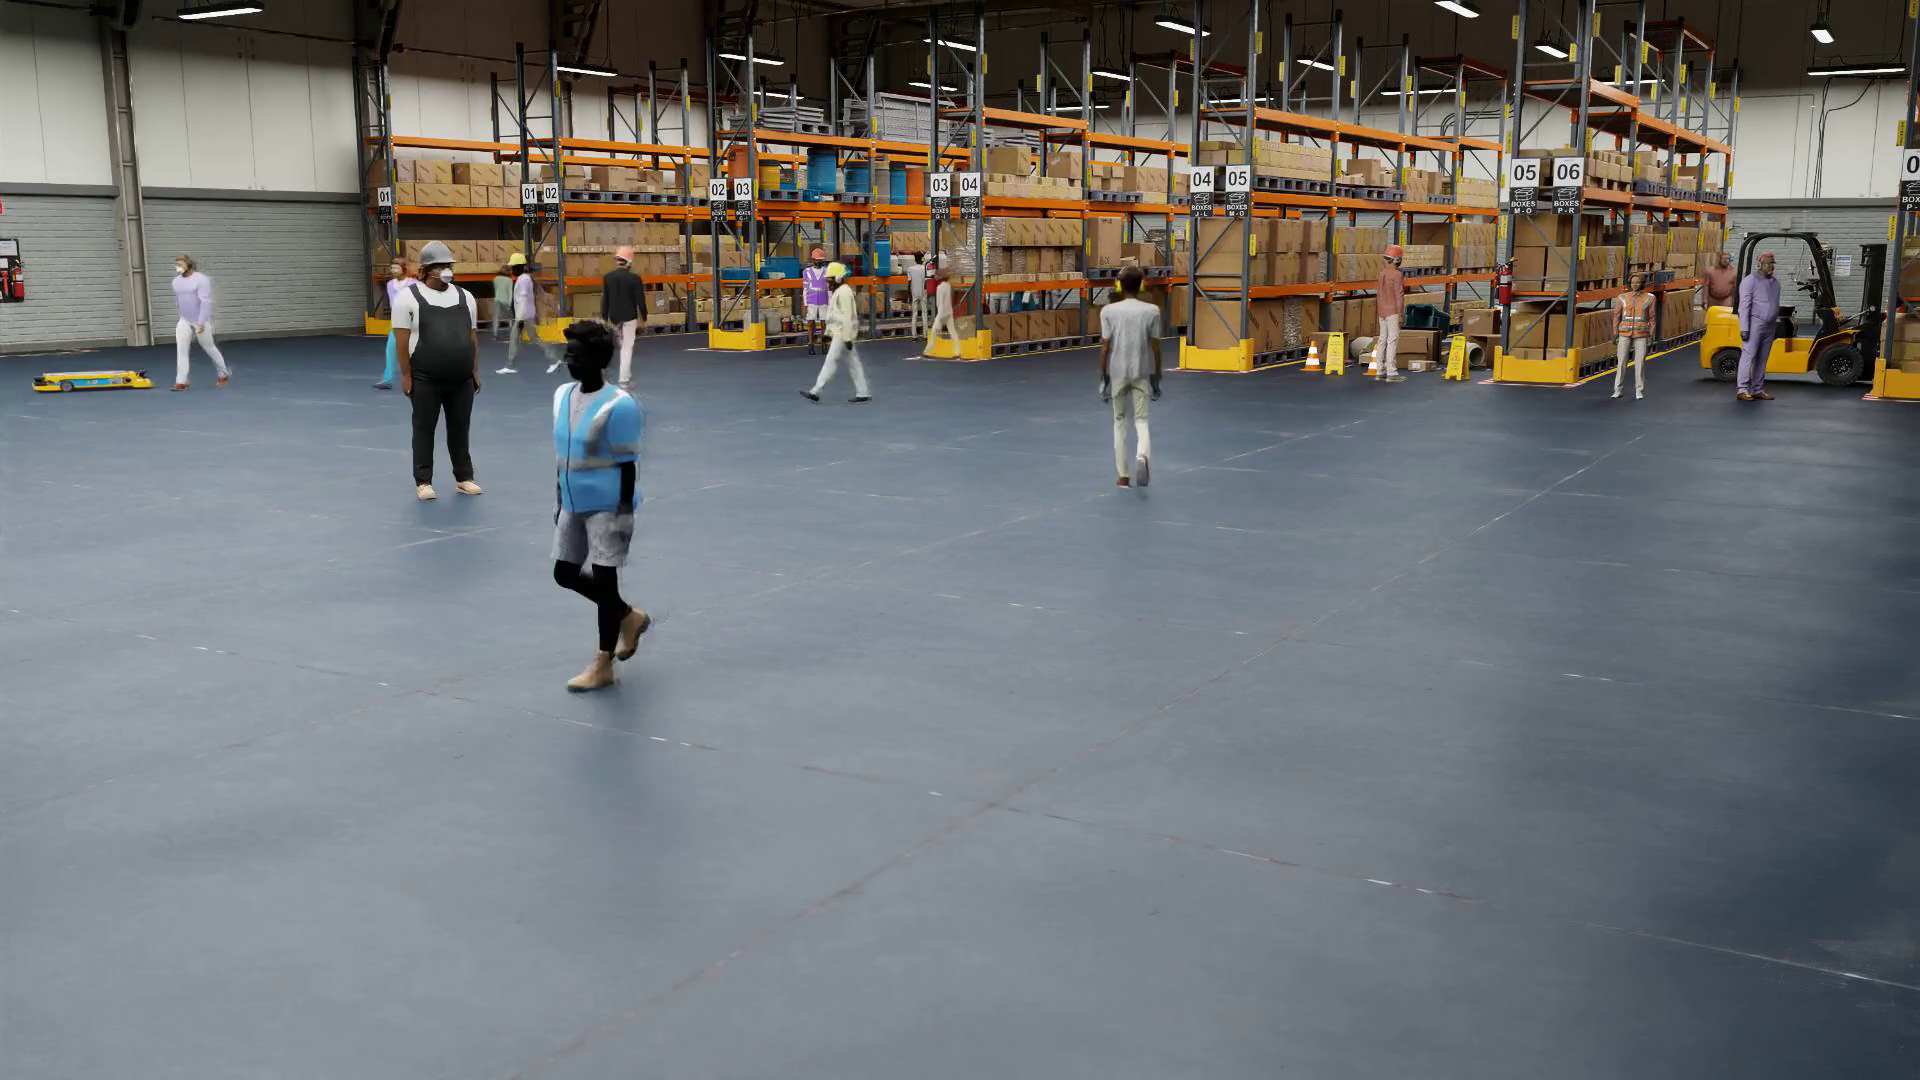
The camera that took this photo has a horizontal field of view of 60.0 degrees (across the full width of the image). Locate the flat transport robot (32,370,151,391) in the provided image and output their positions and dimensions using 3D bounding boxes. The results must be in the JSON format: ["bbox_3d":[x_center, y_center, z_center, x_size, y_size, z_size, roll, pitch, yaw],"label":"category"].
[{"bbox_3d":[-12.051,-2.218,23.069,1.431,0.197,0.652,-6,12,-30],"label":"flat transport robot"}]

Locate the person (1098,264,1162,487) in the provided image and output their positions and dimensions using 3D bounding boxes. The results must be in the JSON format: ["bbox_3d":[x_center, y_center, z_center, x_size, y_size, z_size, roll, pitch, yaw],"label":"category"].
[{"bbox_3d":[1.394,-1.324,13.629,0.519,1.857,0.612,0,10,0],"label":"person"}]

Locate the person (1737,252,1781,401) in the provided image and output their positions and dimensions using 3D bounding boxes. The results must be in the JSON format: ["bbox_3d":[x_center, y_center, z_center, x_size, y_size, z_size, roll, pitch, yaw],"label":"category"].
[{"bbox_3d":[10.322,-2.743,21.432,0.655,1.904,0.407,-5,11,-26],"label":"person"}]

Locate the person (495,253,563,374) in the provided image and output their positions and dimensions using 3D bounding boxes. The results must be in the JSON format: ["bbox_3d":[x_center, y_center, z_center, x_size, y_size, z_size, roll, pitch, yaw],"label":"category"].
[{"bbox_3d":[-6.722,-3.523,25.887,0.991,1.883,0.596,-4,11,-19],"label":"person"}]

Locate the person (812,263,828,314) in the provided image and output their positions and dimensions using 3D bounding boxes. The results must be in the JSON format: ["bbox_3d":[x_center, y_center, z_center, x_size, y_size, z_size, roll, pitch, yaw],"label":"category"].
[{"bbox_3d":[-3.072,-5.221,36.071,0.503,1.632,0.271,5,11,24],"label":"person"}]

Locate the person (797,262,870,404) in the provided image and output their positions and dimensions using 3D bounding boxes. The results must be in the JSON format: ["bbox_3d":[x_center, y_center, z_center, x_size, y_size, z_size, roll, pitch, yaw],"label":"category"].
[{"bbox_3d":[-1.573,-2.576,20.846,0.938,1.773,0.585,0,10,-1],"label":"person"}]

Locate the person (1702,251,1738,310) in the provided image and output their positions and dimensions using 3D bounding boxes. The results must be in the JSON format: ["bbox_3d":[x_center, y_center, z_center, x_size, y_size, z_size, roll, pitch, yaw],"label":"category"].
[{"bbox_3d":[14.621,-4.612,31.956,0.644,1.881,0.737,6,12,29],"label":"person"}]

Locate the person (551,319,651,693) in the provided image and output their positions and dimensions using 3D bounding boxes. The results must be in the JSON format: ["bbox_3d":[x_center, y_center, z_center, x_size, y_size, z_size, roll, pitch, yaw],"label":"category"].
[{"bbox_3d":[-1.625,-0.165,7.585,0.548,1.684,0.473,8,13,39],"label":"person"}]

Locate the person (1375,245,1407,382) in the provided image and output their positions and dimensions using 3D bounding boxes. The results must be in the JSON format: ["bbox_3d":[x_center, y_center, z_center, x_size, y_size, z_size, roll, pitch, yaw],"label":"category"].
[{"bbox_3d":[6.335,-3.320,24.406,0.375,1.997,0.612,-3,11,-17],"label":"person"}]

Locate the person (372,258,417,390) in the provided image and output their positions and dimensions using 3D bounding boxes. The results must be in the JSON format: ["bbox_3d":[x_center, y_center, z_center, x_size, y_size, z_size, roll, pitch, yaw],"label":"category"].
[{"bbox_3d":[-7.733,-2.953,22.875,0.585,1.804,0.867,5,11,27],"label":"person"}]

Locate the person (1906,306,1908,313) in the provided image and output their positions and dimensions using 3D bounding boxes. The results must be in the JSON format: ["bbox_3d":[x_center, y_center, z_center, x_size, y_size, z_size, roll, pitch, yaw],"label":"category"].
[{"bbox_3d":[21.331,-5.548,37.169,0.591,1.904,0.463,10,14,44],"label":"person"}]

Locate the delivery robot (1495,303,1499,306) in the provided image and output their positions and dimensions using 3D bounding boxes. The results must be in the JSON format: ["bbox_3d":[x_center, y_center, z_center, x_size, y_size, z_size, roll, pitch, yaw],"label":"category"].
[{"bbox_3d":[13.210,-5.591,40.906,0.477,0.478,0.707,-1,10,-9],"label":"delivery robot"}]

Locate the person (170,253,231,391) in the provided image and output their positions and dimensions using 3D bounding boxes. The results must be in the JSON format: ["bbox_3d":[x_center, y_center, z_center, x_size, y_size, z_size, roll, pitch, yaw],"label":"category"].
[{"bbox_3d":[-10.598,-3.030,23.109,0.635,1.898,0.999,2,10,13],"label":"person"}]

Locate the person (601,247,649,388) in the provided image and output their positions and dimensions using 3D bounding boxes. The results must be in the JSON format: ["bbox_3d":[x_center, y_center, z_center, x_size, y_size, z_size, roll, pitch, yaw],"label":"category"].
[{"bbox_3d":[-4.658,-3.131,23.443,0.654,1.960,0.802,4,11,20],"label":"person"}]

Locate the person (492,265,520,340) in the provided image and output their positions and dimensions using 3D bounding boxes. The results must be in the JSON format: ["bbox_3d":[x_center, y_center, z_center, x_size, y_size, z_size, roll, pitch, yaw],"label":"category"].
[{"bbox_3d":[-9.543,-4.971,34.834,0.509,1.568,0.900,2,10,13],"label":"person"}]

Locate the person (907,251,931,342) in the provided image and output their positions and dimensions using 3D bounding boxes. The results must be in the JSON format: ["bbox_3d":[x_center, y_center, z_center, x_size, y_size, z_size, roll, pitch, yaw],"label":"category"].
[{"bbox_3d":[-0.823,-4.982,34.092,0.509,1.865,0.329,2,10,11],"label":"person"}]

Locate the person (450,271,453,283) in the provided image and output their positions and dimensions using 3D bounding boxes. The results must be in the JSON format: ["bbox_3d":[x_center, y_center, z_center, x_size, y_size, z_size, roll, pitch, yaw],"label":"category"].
[{"bbox_3d":[-7.015,-2.874,22.748,0.533,1.697,0.319,8,13,38],"label":"person"}]

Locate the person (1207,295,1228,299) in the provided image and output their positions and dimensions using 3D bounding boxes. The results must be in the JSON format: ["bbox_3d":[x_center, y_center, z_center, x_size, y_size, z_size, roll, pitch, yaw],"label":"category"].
[{"bbox_3d":[5.449,-5.149,35.302,0.533,1.766,0.317,7,12,33],"label":"person"}]

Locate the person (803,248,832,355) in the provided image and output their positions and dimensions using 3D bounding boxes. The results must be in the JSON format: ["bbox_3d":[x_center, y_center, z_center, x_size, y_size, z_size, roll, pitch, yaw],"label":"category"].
[{"bbox_3d":[-2.586,-4.331,30.284,0.540,1.930,0.386,-2,10,-10],"label":"person"}]

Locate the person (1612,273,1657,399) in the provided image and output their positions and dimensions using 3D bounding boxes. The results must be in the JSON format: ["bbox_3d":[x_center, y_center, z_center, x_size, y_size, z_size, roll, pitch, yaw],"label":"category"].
[{"bbox_3d":[8.785,-2.657,21.694,0.523,1.639,0.306,5,11,27],"label":"person"}]

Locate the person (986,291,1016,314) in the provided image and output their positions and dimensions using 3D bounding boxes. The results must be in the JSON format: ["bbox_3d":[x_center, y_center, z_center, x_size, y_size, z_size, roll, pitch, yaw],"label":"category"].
[{"bbox_3d":[0.805,-4.818,33.006,0.623,1.932,0.370,1,10,4],"label":"person"}]

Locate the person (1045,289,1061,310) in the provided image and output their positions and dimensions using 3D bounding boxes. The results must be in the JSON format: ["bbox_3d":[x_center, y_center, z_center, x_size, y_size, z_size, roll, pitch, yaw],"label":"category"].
[{"bbox_3d":[2.128,-5.908,39.302,0.624,1.858,0.331,6,12,31],"label":"person"}]

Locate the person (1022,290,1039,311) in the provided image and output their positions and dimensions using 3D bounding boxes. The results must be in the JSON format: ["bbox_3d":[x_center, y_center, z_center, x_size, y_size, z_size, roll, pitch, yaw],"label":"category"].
[{"bbox_3d":[1.632,-5.677,37.647,0.626,1.995,1.046,7,12,35],"label":"person"}]

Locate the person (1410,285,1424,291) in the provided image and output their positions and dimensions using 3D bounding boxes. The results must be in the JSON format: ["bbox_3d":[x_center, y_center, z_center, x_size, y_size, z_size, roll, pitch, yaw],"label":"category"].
[{"bbox_3d":[11.047,-6.166,40.680,0.969,1.891,0.581,-9,14,-42],"label":"person"}]

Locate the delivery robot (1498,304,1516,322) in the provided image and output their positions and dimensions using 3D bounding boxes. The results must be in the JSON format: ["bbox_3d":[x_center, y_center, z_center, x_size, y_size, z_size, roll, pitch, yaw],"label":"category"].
[{"bbox_3d":[13.098,-5.489,40.331,0.707,0.478,0.477,-1,10,-8],"label":"delivery robot"}]

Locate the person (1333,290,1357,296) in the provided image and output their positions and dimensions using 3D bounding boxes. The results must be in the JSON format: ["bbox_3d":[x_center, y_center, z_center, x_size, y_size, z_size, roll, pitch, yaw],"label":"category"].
[{"bbox_3d":[8.406,-5.259,36.305,0.513,1.631,0.318,3,11,17],"label":"person"}]

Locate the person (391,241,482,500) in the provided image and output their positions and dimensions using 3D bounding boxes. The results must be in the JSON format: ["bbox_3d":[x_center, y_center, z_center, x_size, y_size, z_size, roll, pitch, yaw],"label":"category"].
[{"bbox_3d":[-4.115,-1.350,13.250,0.684,2.000,0.537,-9,13,-40],"label":"person"}]

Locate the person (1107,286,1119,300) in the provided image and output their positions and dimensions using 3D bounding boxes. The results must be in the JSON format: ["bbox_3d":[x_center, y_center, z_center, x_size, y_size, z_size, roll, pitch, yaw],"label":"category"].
[{"bbox_3d":[3.688,-5.779,38.705,0.590,1.809,0.540,8,13,36],"label":"person"}]

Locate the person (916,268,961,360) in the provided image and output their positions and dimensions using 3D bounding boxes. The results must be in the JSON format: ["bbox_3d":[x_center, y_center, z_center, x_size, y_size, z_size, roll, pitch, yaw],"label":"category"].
[{"bbox_3d":[-0.332,-3.908,28.847,0.860,1.583,0.508,5,11,26],"label":"person"}]
